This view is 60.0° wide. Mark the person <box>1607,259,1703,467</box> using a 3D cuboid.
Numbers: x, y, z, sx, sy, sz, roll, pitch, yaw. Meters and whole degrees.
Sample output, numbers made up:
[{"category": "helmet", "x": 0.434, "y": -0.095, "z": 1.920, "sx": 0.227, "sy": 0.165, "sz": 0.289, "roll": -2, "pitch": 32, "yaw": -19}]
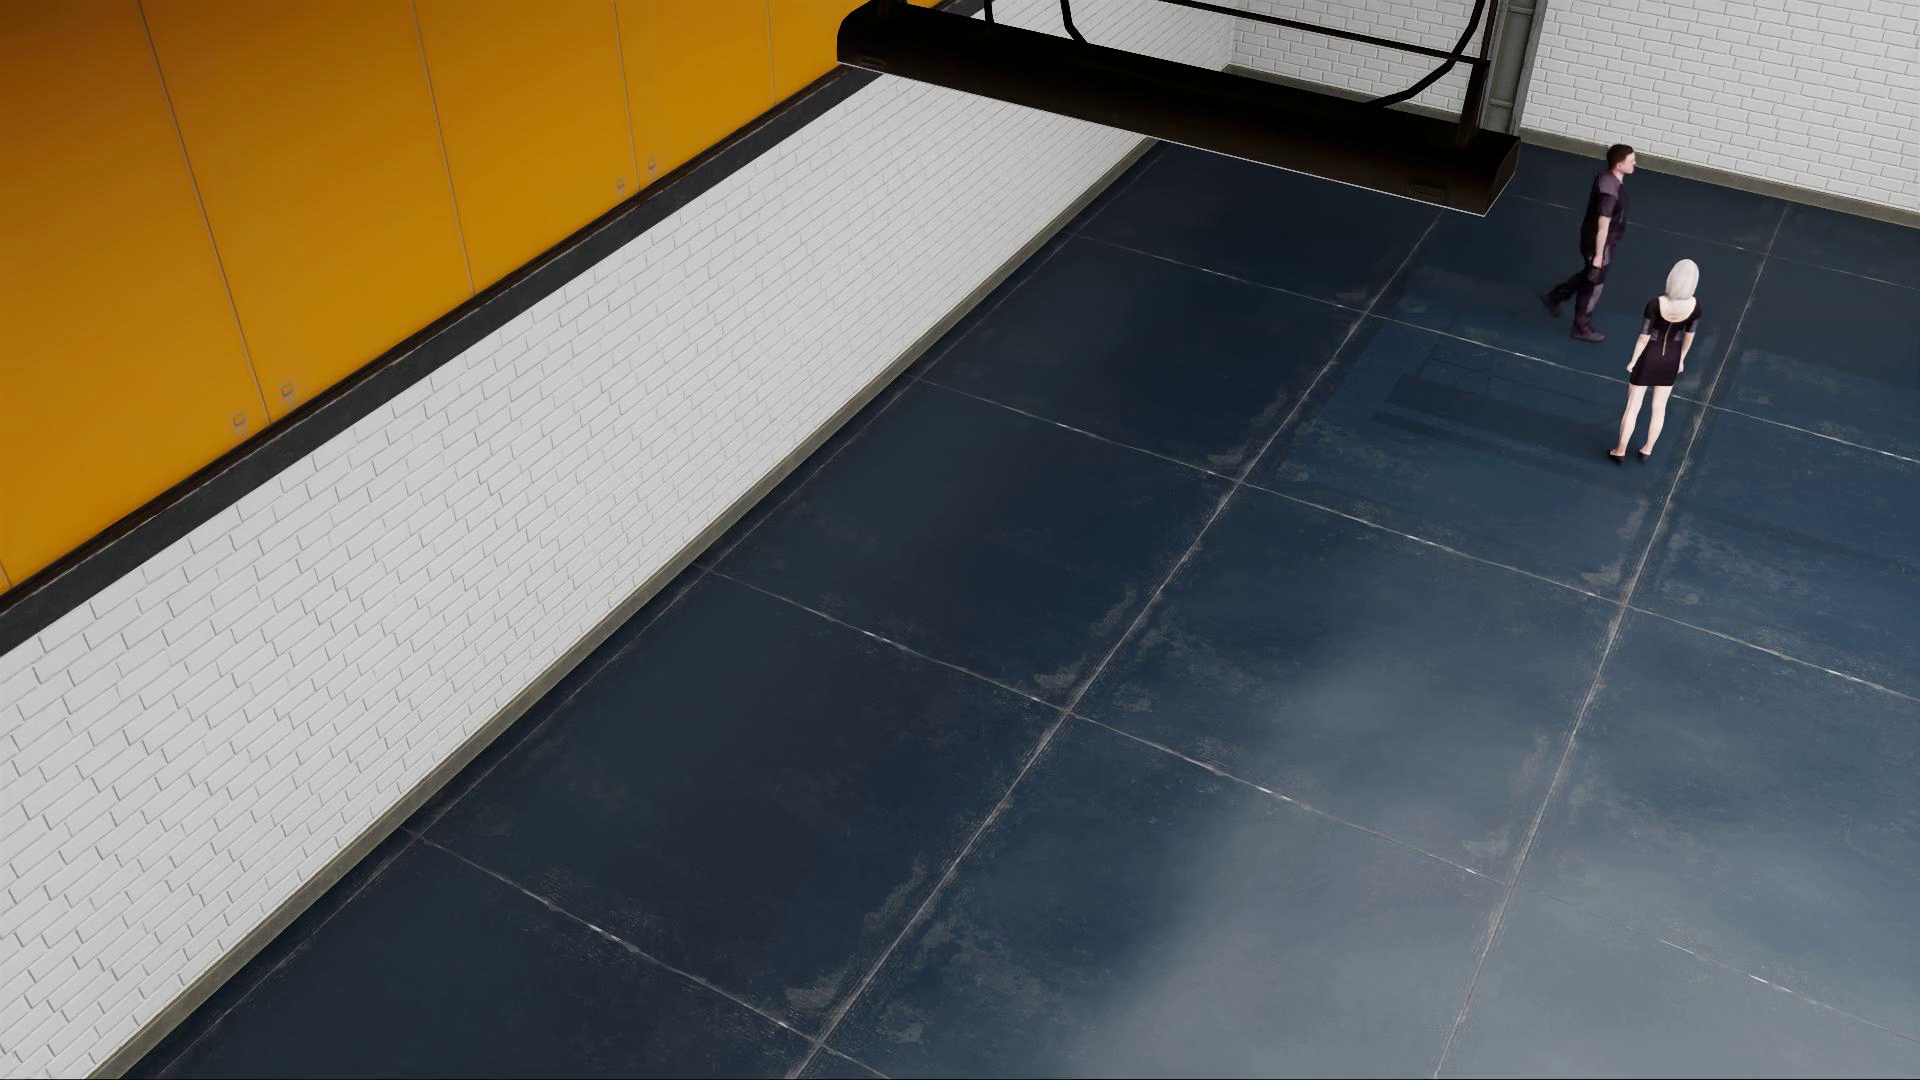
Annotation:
[{"category": "person", "x": 5.408, "y": -1.369, "z": 12.896, "sx": 0.594, "sy": 1.830, "sz": 0.714, "roll": 1, "pitch": 39, "yaw": 2}]

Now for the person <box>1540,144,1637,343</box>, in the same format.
[{"category": "person", "x": 5.454, "y": -2.592, "z": 14.419, "sx": 0.919, "sy": 1.839, "sz": 0.817, "roll": 12, "pitch": 40, "yaw": 15}]
